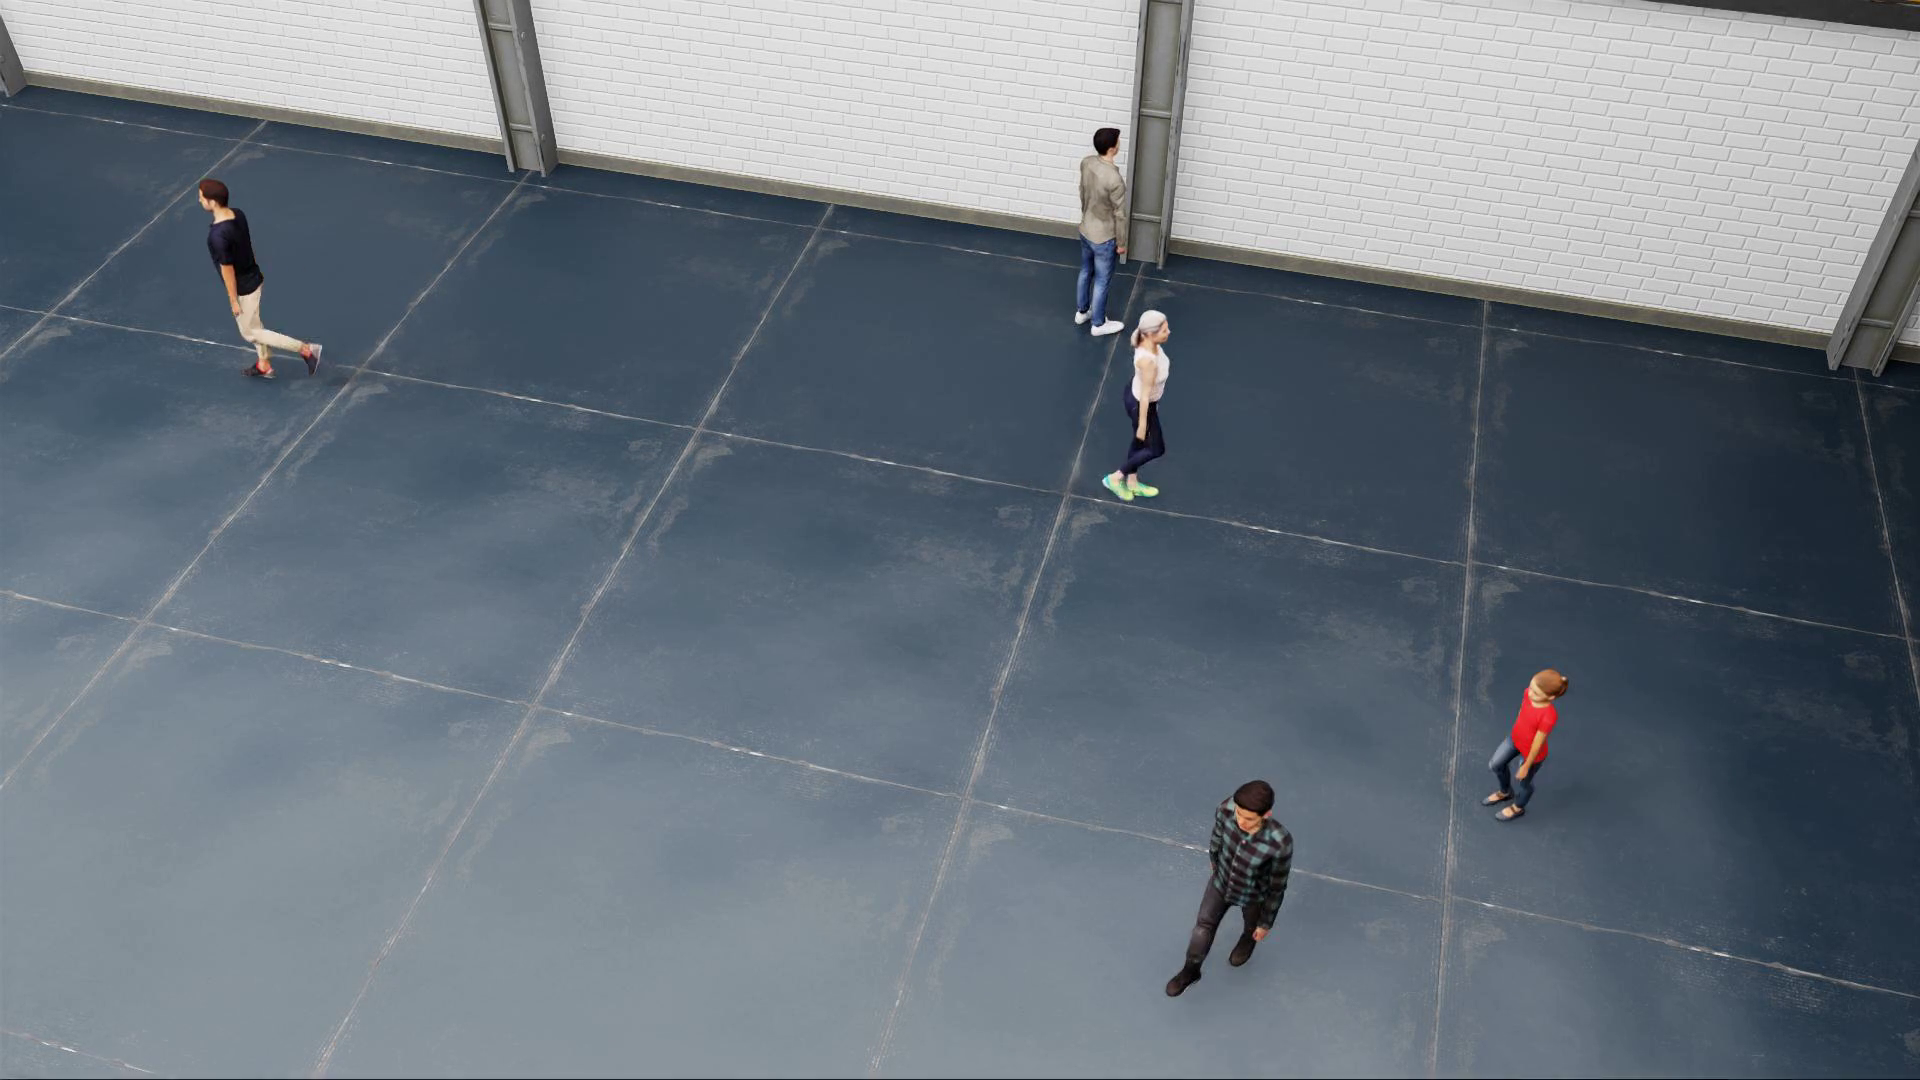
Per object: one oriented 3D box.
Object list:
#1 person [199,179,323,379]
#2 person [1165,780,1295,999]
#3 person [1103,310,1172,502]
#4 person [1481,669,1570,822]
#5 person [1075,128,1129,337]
[{"bbox_3d":[-5.546,-1.995,13.087,1.066,1.837,0.851,-2,44,-2],"label":"person"},{"bbox_3d":[1.592,1.795,9.068,1.037,1.697,0.977,29,51,27],"label":"person"},{"bbox_3d":[1.241,-0.972,12.118,0.718,1.693,0.658,3,44,3],"label":"person"},{"bbox_3d":[3.500,1.241,10.080,0.625,1.300,0.580,-11,45,-12],"label":"person"},{"bbox_3d":[1.137,-2.528,13.625,0.837,1.866,0.764,-24,48,-23],"label":"person"}]
